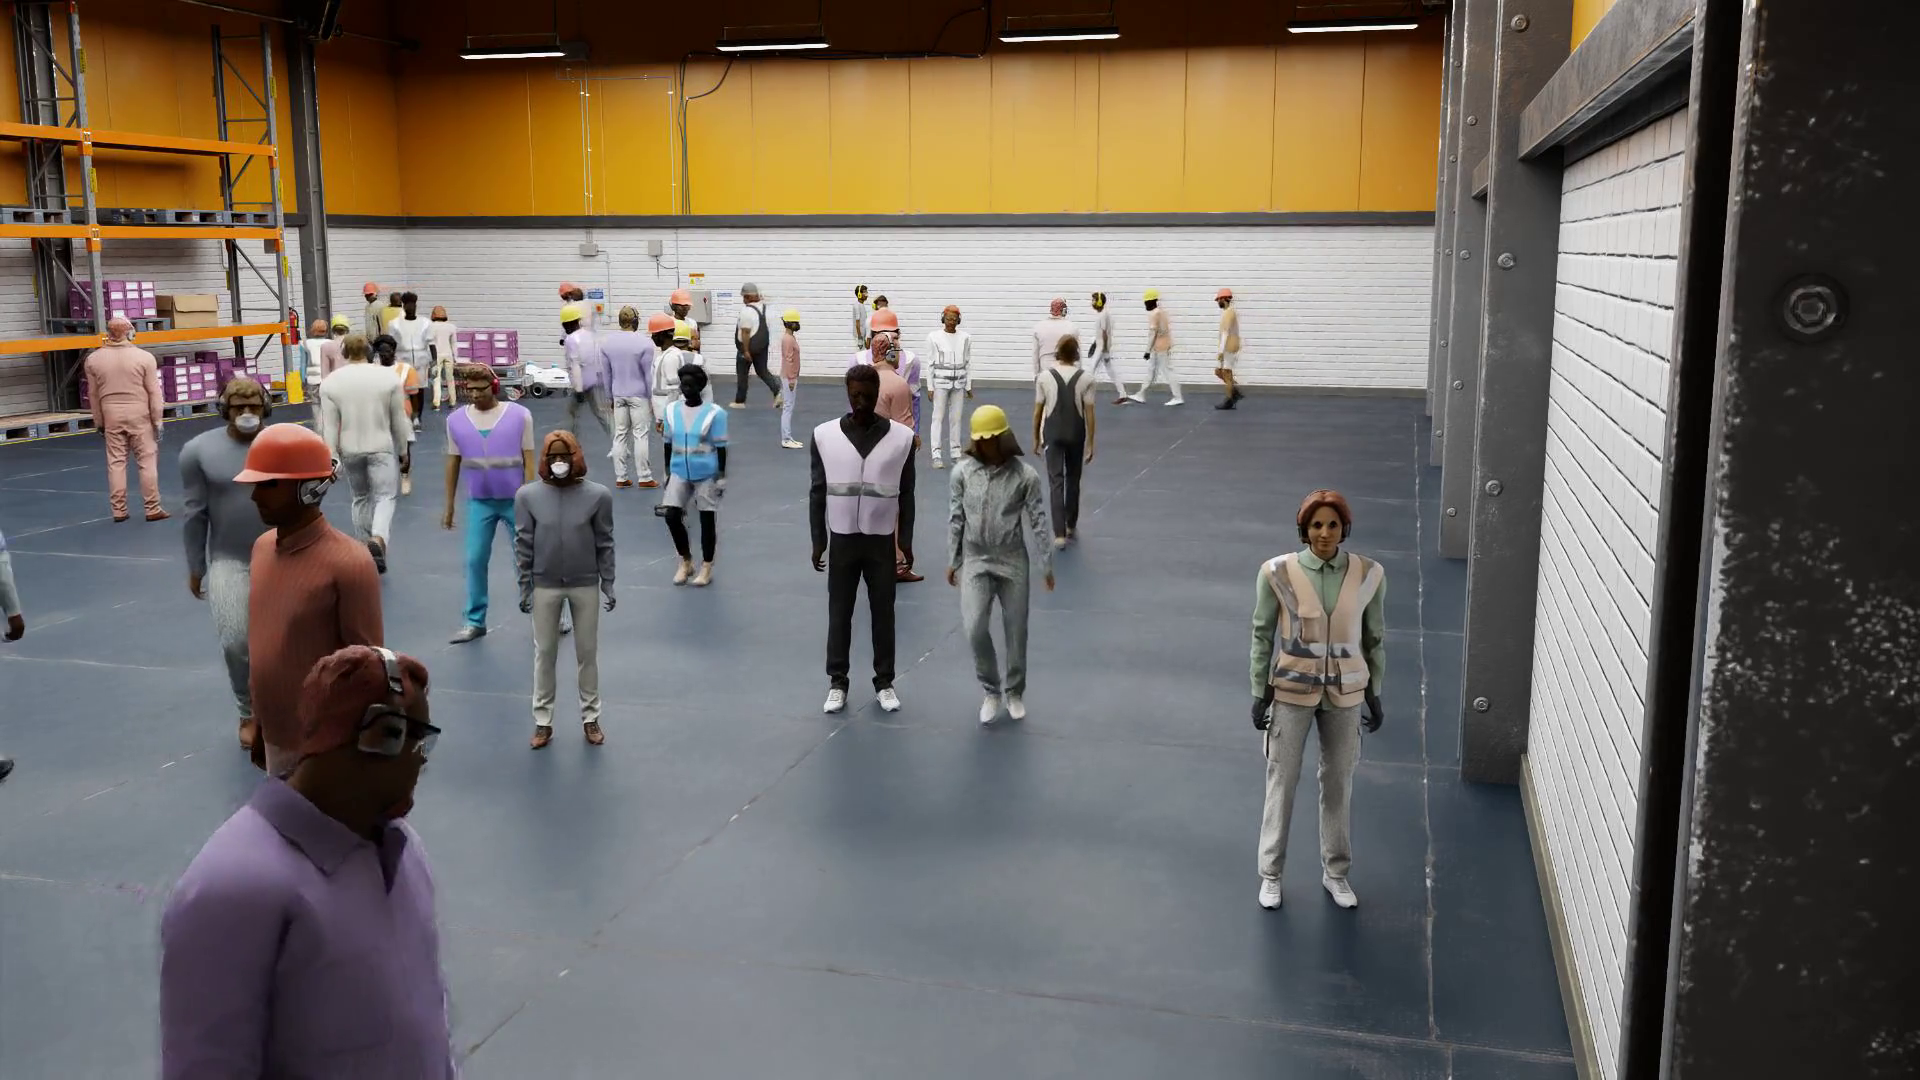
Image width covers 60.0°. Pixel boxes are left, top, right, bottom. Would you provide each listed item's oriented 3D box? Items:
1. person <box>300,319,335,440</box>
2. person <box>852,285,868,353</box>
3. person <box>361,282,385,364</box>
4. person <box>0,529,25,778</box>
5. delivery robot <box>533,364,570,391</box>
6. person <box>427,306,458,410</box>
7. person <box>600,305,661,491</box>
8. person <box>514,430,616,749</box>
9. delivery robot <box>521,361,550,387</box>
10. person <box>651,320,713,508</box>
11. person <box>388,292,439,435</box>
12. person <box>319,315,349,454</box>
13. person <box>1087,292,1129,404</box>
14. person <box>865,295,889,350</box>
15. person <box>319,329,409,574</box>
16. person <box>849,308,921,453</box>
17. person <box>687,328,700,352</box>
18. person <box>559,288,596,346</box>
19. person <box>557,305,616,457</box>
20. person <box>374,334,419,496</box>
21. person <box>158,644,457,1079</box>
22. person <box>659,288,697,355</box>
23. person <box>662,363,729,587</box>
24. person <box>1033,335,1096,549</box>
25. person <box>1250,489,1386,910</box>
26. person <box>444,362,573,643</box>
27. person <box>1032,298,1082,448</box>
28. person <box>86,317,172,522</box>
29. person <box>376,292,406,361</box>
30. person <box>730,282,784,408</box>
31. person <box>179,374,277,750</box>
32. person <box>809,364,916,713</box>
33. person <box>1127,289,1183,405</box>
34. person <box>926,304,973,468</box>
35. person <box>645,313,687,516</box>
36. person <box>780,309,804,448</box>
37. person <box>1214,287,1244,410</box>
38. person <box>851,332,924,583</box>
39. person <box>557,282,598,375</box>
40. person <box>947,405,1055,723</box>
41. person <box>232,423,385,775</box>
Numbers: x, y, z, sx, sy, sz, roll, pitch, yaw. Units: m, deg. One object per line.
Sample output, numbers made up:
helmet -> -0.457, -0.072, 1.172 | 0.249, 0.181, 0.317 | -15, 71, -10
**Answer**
person -> -8.204, -2.031, 21.462 | 0.544, 1.608, 0.731 | -2, 10, -12
person -> -1.738, -3.573, 29.467 | 0.328, 1.872, 0.513 | 0, 10, 2
person -> -9.929, -3.428, 28.454 | 0.636, 1.958, 0.924 | 8, 13, 38
person -> -4.549, 0.265, 7.617 | 0.564, 1.906, 0.798 | 2, 10, 9
delivery robot -> -6.842, -2.725, 28.123 | 0.707, 0.478, 0.477 | 1, 10, 3
person -> -8.118, -2.844, 26.025 | 0.511, 1.628, 0.280 | -8, 13, -40
person -> -3.442, -1.482, 17.430 | 0.631, 1.940, 0.372 | 4, 11, 19
person -> -2.009, 0.248, 8.496 | 0.500, 1.634, 0.286 | -2, 10, -11
delivery robot -> -7.457, -2.858, 28.875 | 0.707, 0.478, 0.477 | -3, 10, -15
person -> -2.702, -1.223, 16.251 | 0.591, 1.837, 0.403 | 0, 10, -1
person -> -7.388, -2.372, 22.502 | 0.635, 1.919, 0.959 | -4, 11, -22
person -> -7.426, -1.845, 20.114 | 0.544, 1.722, 0.908 | -3, 10, -17
person -> 2.275, -3.080, 26.844 | 0.997, 1.816, 0.534 | 2, 10, 11
person -> -1.126, -2.544, 23.661 | 0.312, 1.863, 0.537 | 8, 13, 39
person -> -4.635, -0.678, 12.947 | 0.630, 1.914, 0.807 | -2, 10, -10
person -> -0.622, -0.930, 14.012 | 0.615, 2.040, 0.391 | -2, 10, -10
person -> -3.066, -1.585, 18.880 | 0.267, 1.631, 0.507 | -7, 12, -36
person -> -6.954, -3.642, 30.073 | 0.908, 1.795, 0.623 | 5, 11, 27
person -> -4.521, -1.902, 20.053 | 1.019, 1.862, 0.600 | 4, 11, 20
person -> -5.711, -1.220, 16.675 | 0.555, 1.683, 0.372 | -2, 10, -11
person -> -1.077, 1.128, 2.877 | 0.395, 1.872, 0.722 | 2, 10, 11
person -> -3.405, -2.055, 20.387 | 0.393, 2.039, 0.613 | 7, 12, 34
person -> -1.992, -0.472, 12.409 | 0.552, 1.681, 0.436 | 3, 10, 14
person -> 0.894, -0.855, 14.280 | 0.533, 1.795, 0.958 | 0, 10, 2
person -> 1.374, 0.614, 6.407 | 0.523, 1.639, 0.309 | 0, 10, -1
person -> -2.950, -0.246, 10.801 | 0.796, 1.816, 0.536 | 0, 10, 3
person -> 1.245, -2.111, 21.087 | 0.652, 1.906, 0.402 | 5, 11, 24
person -> -7.719, -1.113, 15.480 | 0.674, 1.903, 0.478 | -1, 10, -4
person -> -9.466, -3.246, 27.834 | 0.621, 1.806, 0.897 | 1, 10, 5
person -> -3.193, -3.065, 26.108 | 0.894, 2.000, 0.684 | 7, 12, 35
person -> -3.520, 0.130, 8.327 | 0.649, 1.924, 0.442 | -5, 11, -25
person -> -0.532, -0.011, 9.158 | 0.593, 1.920, 0.391 | -1, 10, -6
person -> 3.157, -3.092, 26.759 | 0.979, 1.864, 0.595 | 2, 10, 13
person -> -0.123, -1.772, 19.224 | 0.573, 1.887, 0.354 | -5, 11, -25
person -> -2.776, -1.185, 15.782 | 0.374, 1.928, 0.542 | -1, 10, -8
person -> -2.133, -2.049, 21.132 | 0.317, 1.767, 0.535 | -1, 10, -5
person -> 4.178, -2.986, 26.027 | 0.423, 1.909, 0.576 | 0, 10, 2
person -> -0.548, -0.628, 12.687 | 0.410, 1.909, 0.643 | -9, 13, -40
person -> -6.936, -3.685, 29.961 | 0.588, 1.915, 0.565 | 1, 10, 5
person -> 0.219, 0.134, 8.881 | 0.602, 1.711, 0.539 | 1, 10, 8
person -> -2.110, 0.613, 5.404 | 0.611, 1.996, 0.379 | 7, 12, 33
